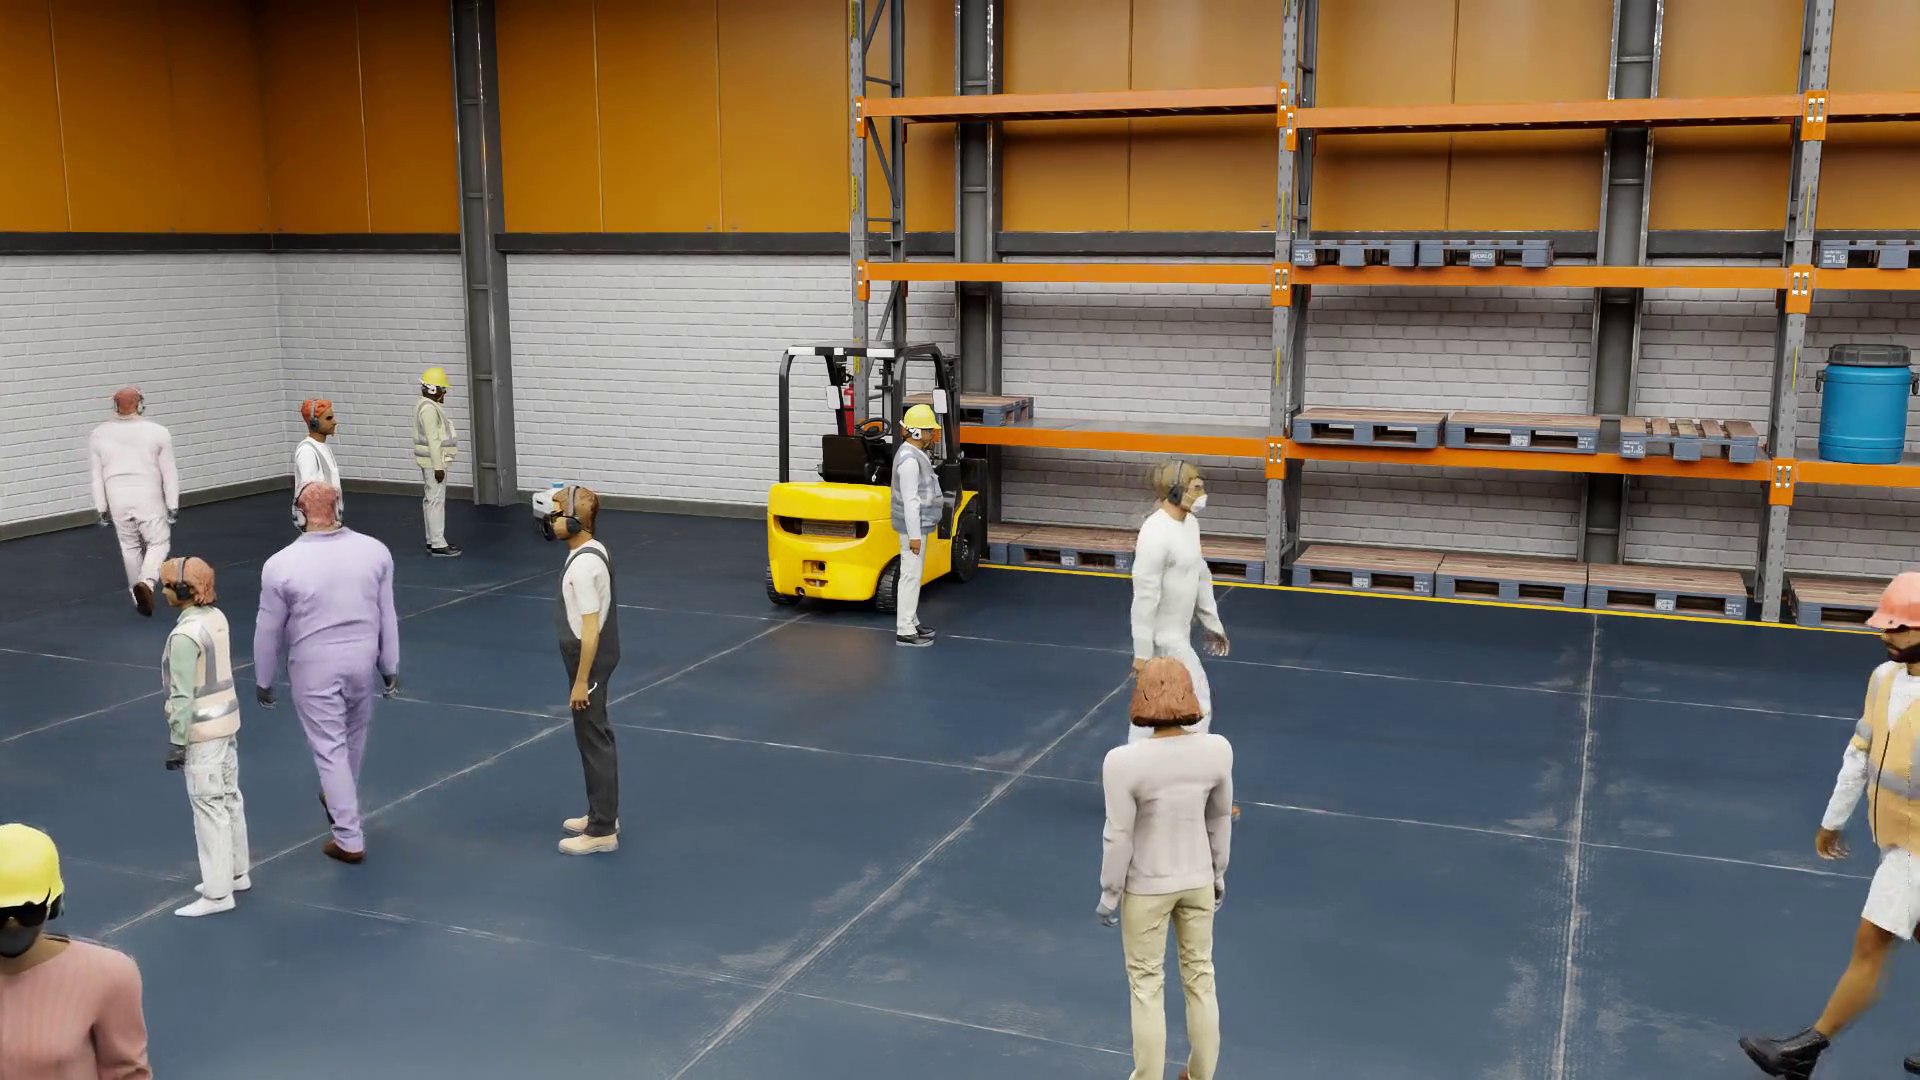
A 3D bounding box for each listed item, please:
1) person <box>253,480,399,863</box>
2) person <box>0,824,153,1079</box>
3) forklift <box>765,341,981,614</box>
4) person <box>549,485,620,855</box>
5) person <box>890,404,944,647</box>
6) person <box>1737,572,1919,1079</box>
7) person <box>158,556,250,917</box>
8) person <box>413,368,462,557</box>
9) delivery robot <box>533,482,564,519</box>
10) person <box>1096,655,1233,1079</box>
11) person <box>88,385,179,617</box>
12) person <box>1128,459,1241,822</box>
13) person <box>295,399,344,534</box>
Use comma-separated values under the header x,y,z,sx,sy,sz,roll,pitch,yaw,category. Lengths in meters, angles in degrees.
x,y,z,sx,sy,sz,roll,pitch,yaw,category
-3.206,0.625,8.310,0.871,1.865,0.659,10,14,44,person
-2.172,1.474,3.917,0.535,1.746,0.582,-4,11,-21,person
-0.739,-0.602,14.246,1.214,2.155,2.313,4,11,21,forklift
-1.867,0.641,8.291,0.331,1.844,0.521,-1,10,-6,person
-0.323,-0.111,12.547,0.403,1.823,0.590,0,10,2,person
3.322,1.042,5.948,0.998,1.879,0.573,0,10,-2,person
-3.431,0.881,7.556,0.311,1.634,0.507,-2,10,-8,person
-5.073,-0.754,16.121,0.403,1.825,0.586,-5,11,-24,person
-4.139,-0.356,17.184,0.477,0.478,0.707,-7,12,-35,delivery robot
0.705,1.203,5.755,0.502,1.631,0.284,-4,11,-22,person
-6.667,-0.302,13.450,0.650,1.887,0.736,-2,10,-9,person
1.212,0.529,8.728,0.807,1.907,0.634,3,11,18,person
-4.748,-0.111,12.378,0.362,1.882,0.576,-2,10,-11,person
